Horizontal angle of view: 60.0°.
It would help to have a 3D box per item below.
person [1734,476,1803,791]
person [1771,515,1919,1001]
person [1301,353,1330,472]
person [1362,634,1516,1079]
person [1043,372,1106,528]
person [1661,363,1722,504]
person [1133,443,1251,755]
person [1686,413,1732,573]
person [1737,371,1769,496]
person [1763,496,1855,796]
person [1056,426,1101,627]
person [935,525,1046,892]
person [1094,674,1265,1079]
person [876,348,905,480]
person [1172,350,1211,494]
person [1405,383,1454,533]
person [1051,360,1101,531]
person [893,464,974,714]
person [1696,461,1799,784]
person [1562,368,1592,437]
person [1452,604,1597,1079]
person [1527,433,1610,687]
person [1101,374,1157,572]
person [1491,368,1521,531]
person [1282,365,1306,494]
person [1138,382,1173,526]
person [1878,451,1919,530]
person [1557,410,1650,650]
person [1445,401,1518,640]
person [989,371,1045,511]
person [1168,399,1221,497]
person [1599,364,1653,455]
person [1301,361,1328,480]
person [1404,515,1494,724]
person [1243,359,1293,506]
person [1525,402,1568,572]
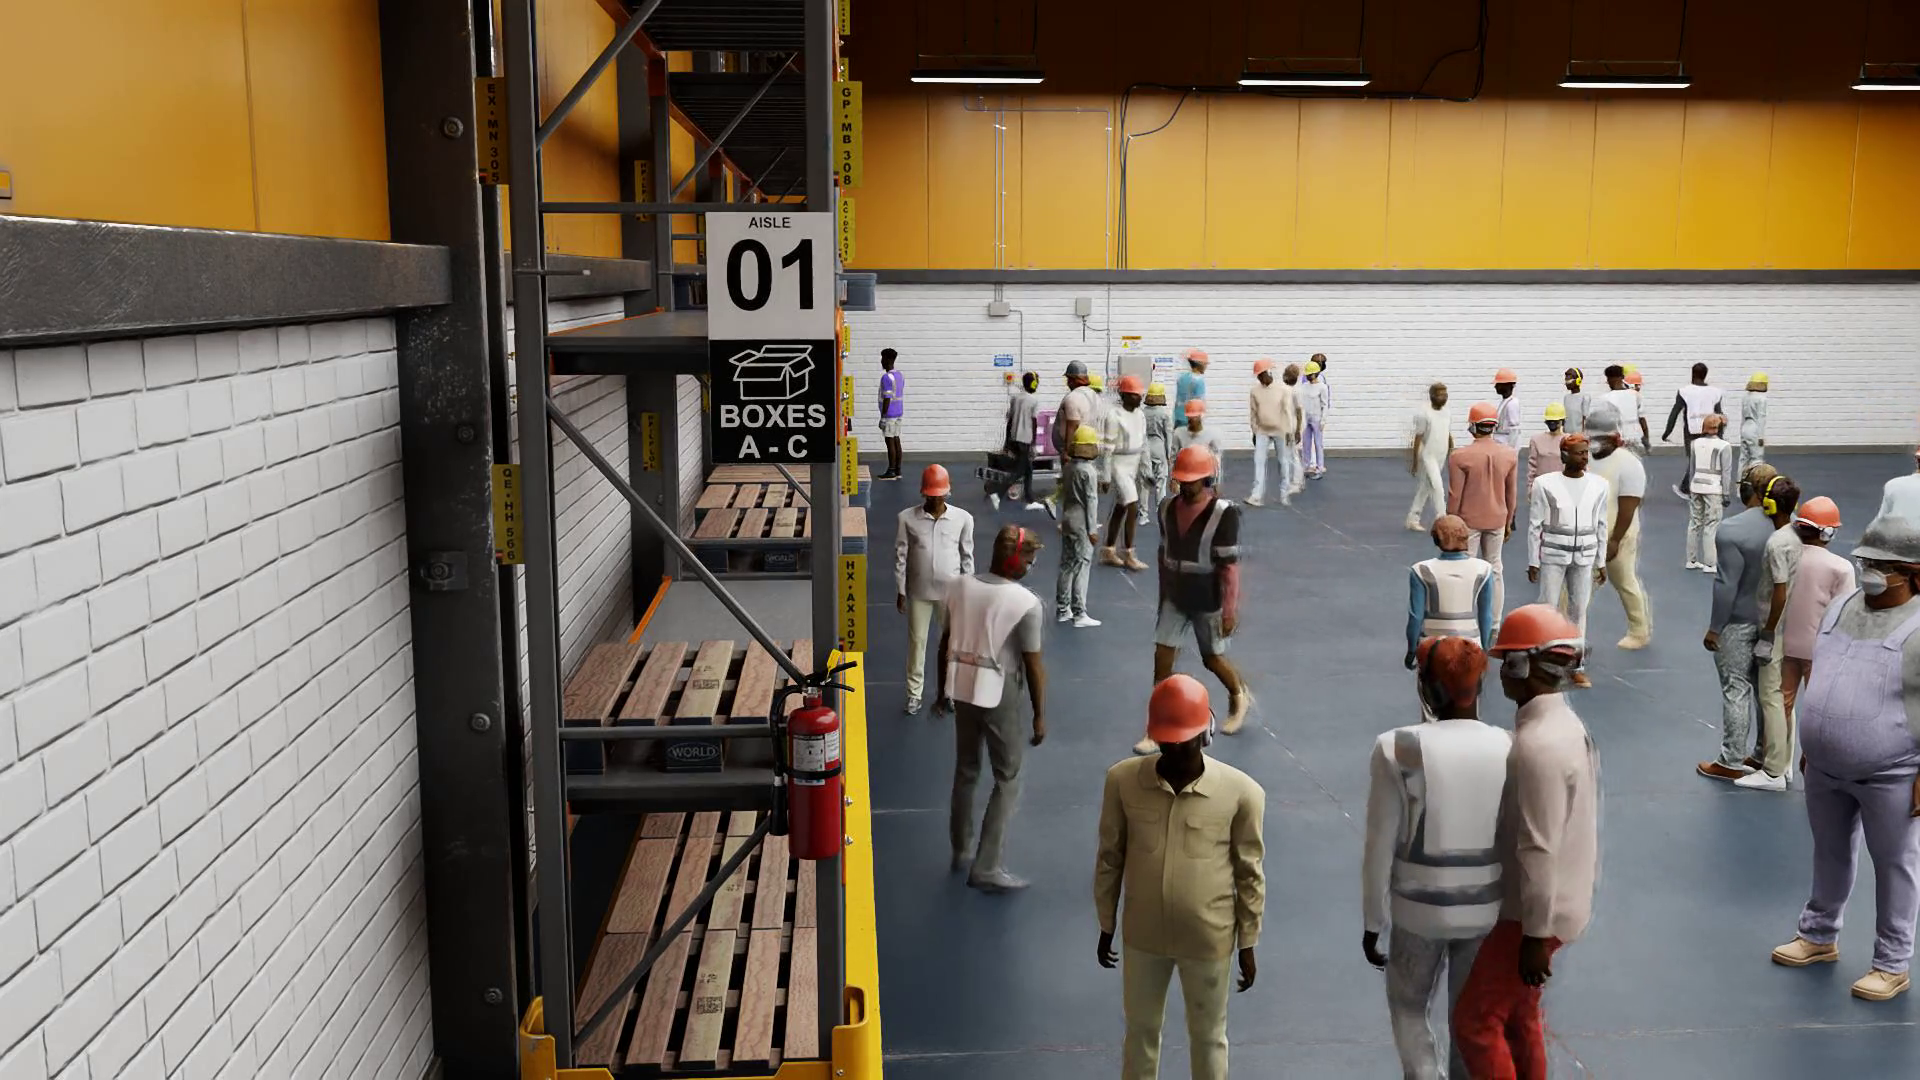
[{"bbox_3d":[4.807,0.549,9.827,0.311,1.863,0.534,7,12,39],"label":"person"},{"bbox_3d":[3.830,0.903,7.047,0.538,2.000,0.684,-4,10,-24],"label":"person"},{"bbox_3d":[5.495,-1.965,25.709,0.429,1.835,0.629,-1,9,-5],"label":"person"},{"bbox_3d":[1.615,1.234,5.468,0.591,1.874,0.438,0,9,3],"label":"person"},{"bbox_3d":[1.393,-1.079,19.994,0.719,1.890,0.600,2,9,15],"label":"person"},{"bbox_3d":[9.773,-1.415,22.171,0.604,1.862,1.022,-2,9,-10],"label":"person"},{"bbox_3d":[1.548,0.351,10.694,0.627,1.997,0.991,8,12,42],"label":"person"},{"bbox_3d":[7.643,-0.475,16.989,0.312,1.634,0.514,-3,10,-21],"label":"person"},{"bbox_3d":[10.802,-1.422,22.618,0.314,1.732,0.493,-1,9,-5],"label":"person"},{"bbox_3d":[4.966,0.617,9.735,0.328,1.753,0.560,-6,11,-33],"label":"person"},{"bbox_3d":[1.056,-0.121,14.447,0.343,1.736,0.484,-5,10,-27],"label":"person"},{"bbox_3d":[0.109,0.828,8.293,0.661,1.820,0.441,7,12,38],"label":"person"},{"bbox_3d":[0.713,1.292,5.509,0.572,1.747,0.345,3,10,20],"label":"person"},{"bbox_3d":[-1.036,-1.867,24.670,0.367,1.966,0.604,3,10,19],"label":"person"},{"bbox_3d":[3.274,-1.638,23.175,0.793,2.002,0.640,-4,10,-21],"label":"person"},{"bbox_3d":[5.534,-0.926,19.313,0.527,1.794,0.955,-6,11,-33],"label":"person"},{"bbox_3d":[1.348,-1.118,19.737,0.538,2.000,0.689,5,10,30],"label":"person"},{"bbox_3d":[-0.178,0.340,11.509,0.563,1.743,0.336,-1,9,-4],"label":"person"},{"bbox_3d":[4.723,0.492,9.943,0.635,1.938,0.360,-3,10,-21],"label":"person"},{"bbox_3d":[7.859,-1.263,21.257,0.338,1.855,0.519,-3,9,-16],"label":"person"},{"bbox_3d":[1.817,1.195,5.476,0.498,1.961,0.660,4,10,23],"label":"person"},{"bbox_3d":[4.475,0.153,12.251,0.583,1.883,0.350,0,9,3],"label":"person"},{"bbox_3d":[1.778,-0.684,17.056,0.791,2.014,0.612,6,11,34],"label":"person"},{"bbox_3d":[6.473,-1.076,19.793,0.379,1.937,0.548,2,9,10],"label":"person"},{"bbox_3d":[4.642,-1.533,23.106,0.462,1.812,0.627,-1,9,-5],"label":"person"},{"bbox_3d":[2.367,-1.045,20.209,0.493,1.743,0.301,5,11,31],"label":"person"},{"bbox_3d":[7.647,0.074,13.272,0.715,1.713,0.625,-5,10,-30],"label":"person"},{"bbox_3d":[5.169,-0.098,13.329,1.057,2.000,0.676,-5,10,-29],"label":"person"},{"bbox_3d":[4.309,-0.150,13.799,0.612,1.995,0.376,-2,9,-11],"label":"person"},{"bbox_3d":[0.729,-1.257,21.331,0.876,1.820,0.528,-6,11,-35],"label":"person"},{"bbox_3d":[2.562,-0.682,17.990,0.599,1.726,0.645,5,11,31],"label":"person"},{"bbox_3d":[8.333,-1.268,21.094,0.628,1.924,0.714,-3,9,-17],"label":"person"},{"bbox_3d":[5.232,-1.775,24.751,0.327,1.760,0.523,-7,11,-36],"label":"person"},{"bbox_3d":[2.883,0.662,9.816,0.512,1.639,0.311,0,9,-1],"label":"person"},{"bbox_3d":[4.049,-1.398,21.838,0.624,1.929,0.921,5,10,29],"label":"person"},{"bbox_3d":[5.998,-0.516,16.856,0.522,1.758,0.349,7,11,36],"label":"person"}]
